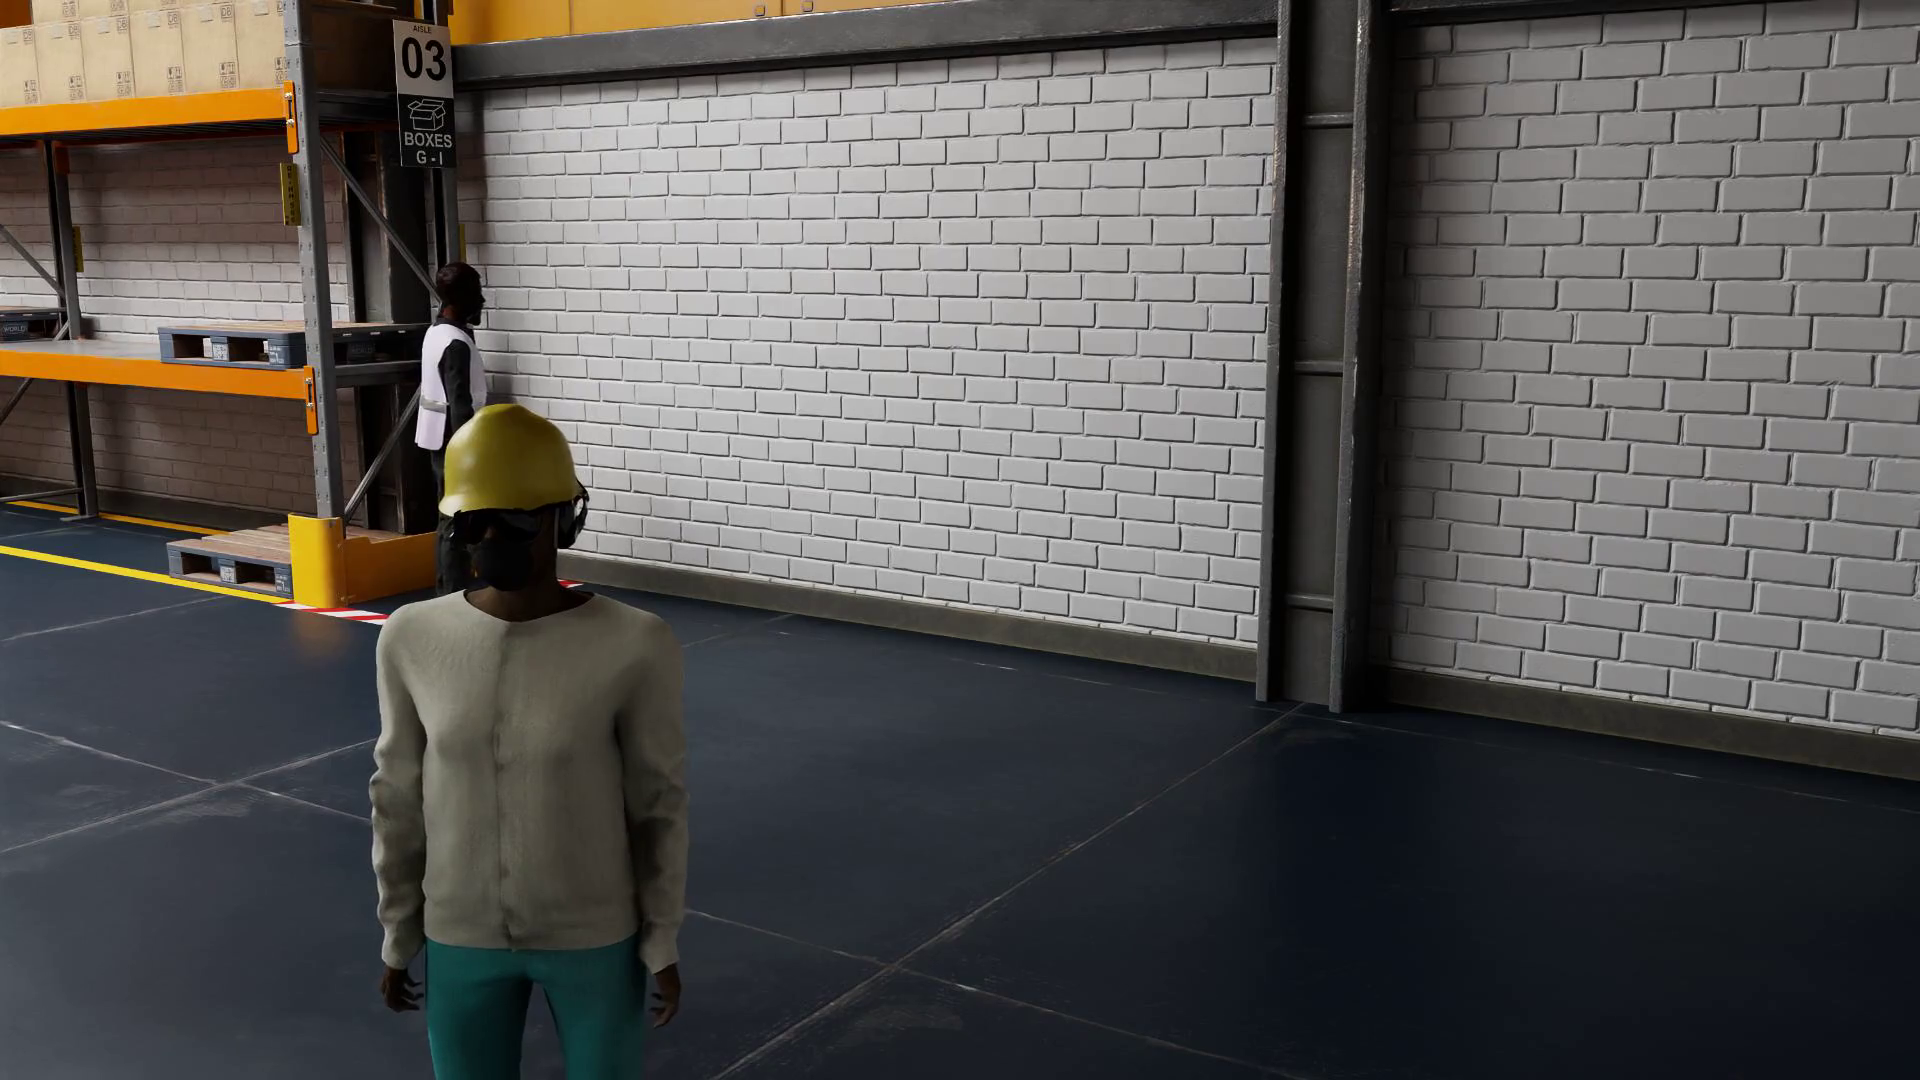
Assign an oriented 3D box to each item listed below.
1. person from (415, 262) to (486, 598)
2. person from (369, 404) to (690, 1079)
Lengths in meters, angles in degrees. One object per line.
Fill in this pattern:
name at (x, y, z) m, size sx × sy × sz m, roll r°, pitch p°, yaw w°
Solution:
person at (-2.597, -0.463, 8.575) m, size 0.394 × 1.913 × 0.592 m, roll -5°, pitch 11°, yaw -24°
person at (-0.709, 0.656, 2.757) m, size 0.522 × 1.769 × 0.318 m, roll 0°, pitch 10°, yaw 1°
